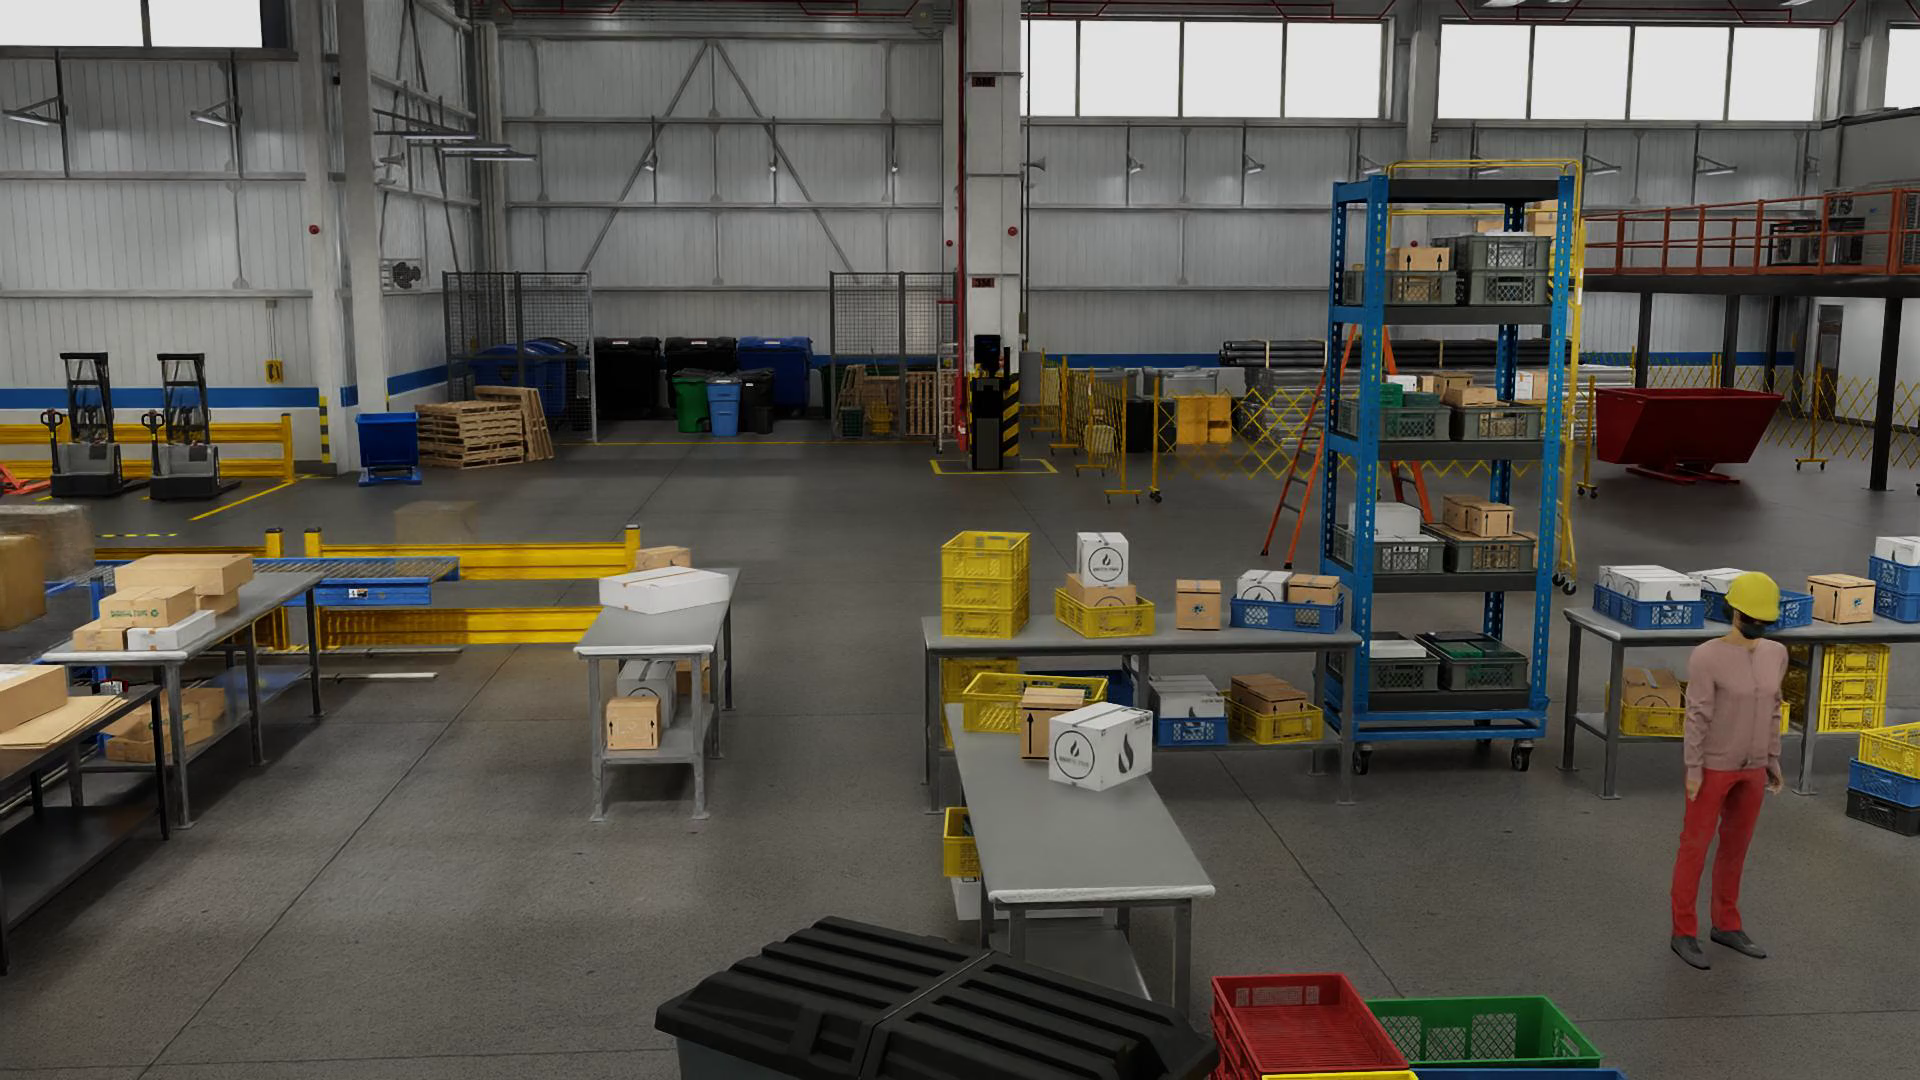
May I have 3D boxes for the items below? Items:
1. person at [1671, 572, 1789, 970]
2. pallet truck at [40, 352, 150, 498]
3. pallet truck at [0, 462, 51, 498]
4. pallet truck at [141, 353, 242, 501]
[{"bbox_3d":[3.411,1.001,7.317,0.526,1.760,0.337,-3,10,-18],"label":"person"},{"bbox_3d":[-11.907,-1.642,23.165,0.823,1.965,1.885,0,9,0],"label":"pallet truck"},{"bbox_3d":[-13.193,-1.293,23.148,0.653,1.274,1.630,-1,9,-4],"label":"pallet truck"},{"bbox_3d":[-10.520,-1.604,22.925,0.823,1.965,1.885,-1,9,-6],"label":"pallet truck"}]
